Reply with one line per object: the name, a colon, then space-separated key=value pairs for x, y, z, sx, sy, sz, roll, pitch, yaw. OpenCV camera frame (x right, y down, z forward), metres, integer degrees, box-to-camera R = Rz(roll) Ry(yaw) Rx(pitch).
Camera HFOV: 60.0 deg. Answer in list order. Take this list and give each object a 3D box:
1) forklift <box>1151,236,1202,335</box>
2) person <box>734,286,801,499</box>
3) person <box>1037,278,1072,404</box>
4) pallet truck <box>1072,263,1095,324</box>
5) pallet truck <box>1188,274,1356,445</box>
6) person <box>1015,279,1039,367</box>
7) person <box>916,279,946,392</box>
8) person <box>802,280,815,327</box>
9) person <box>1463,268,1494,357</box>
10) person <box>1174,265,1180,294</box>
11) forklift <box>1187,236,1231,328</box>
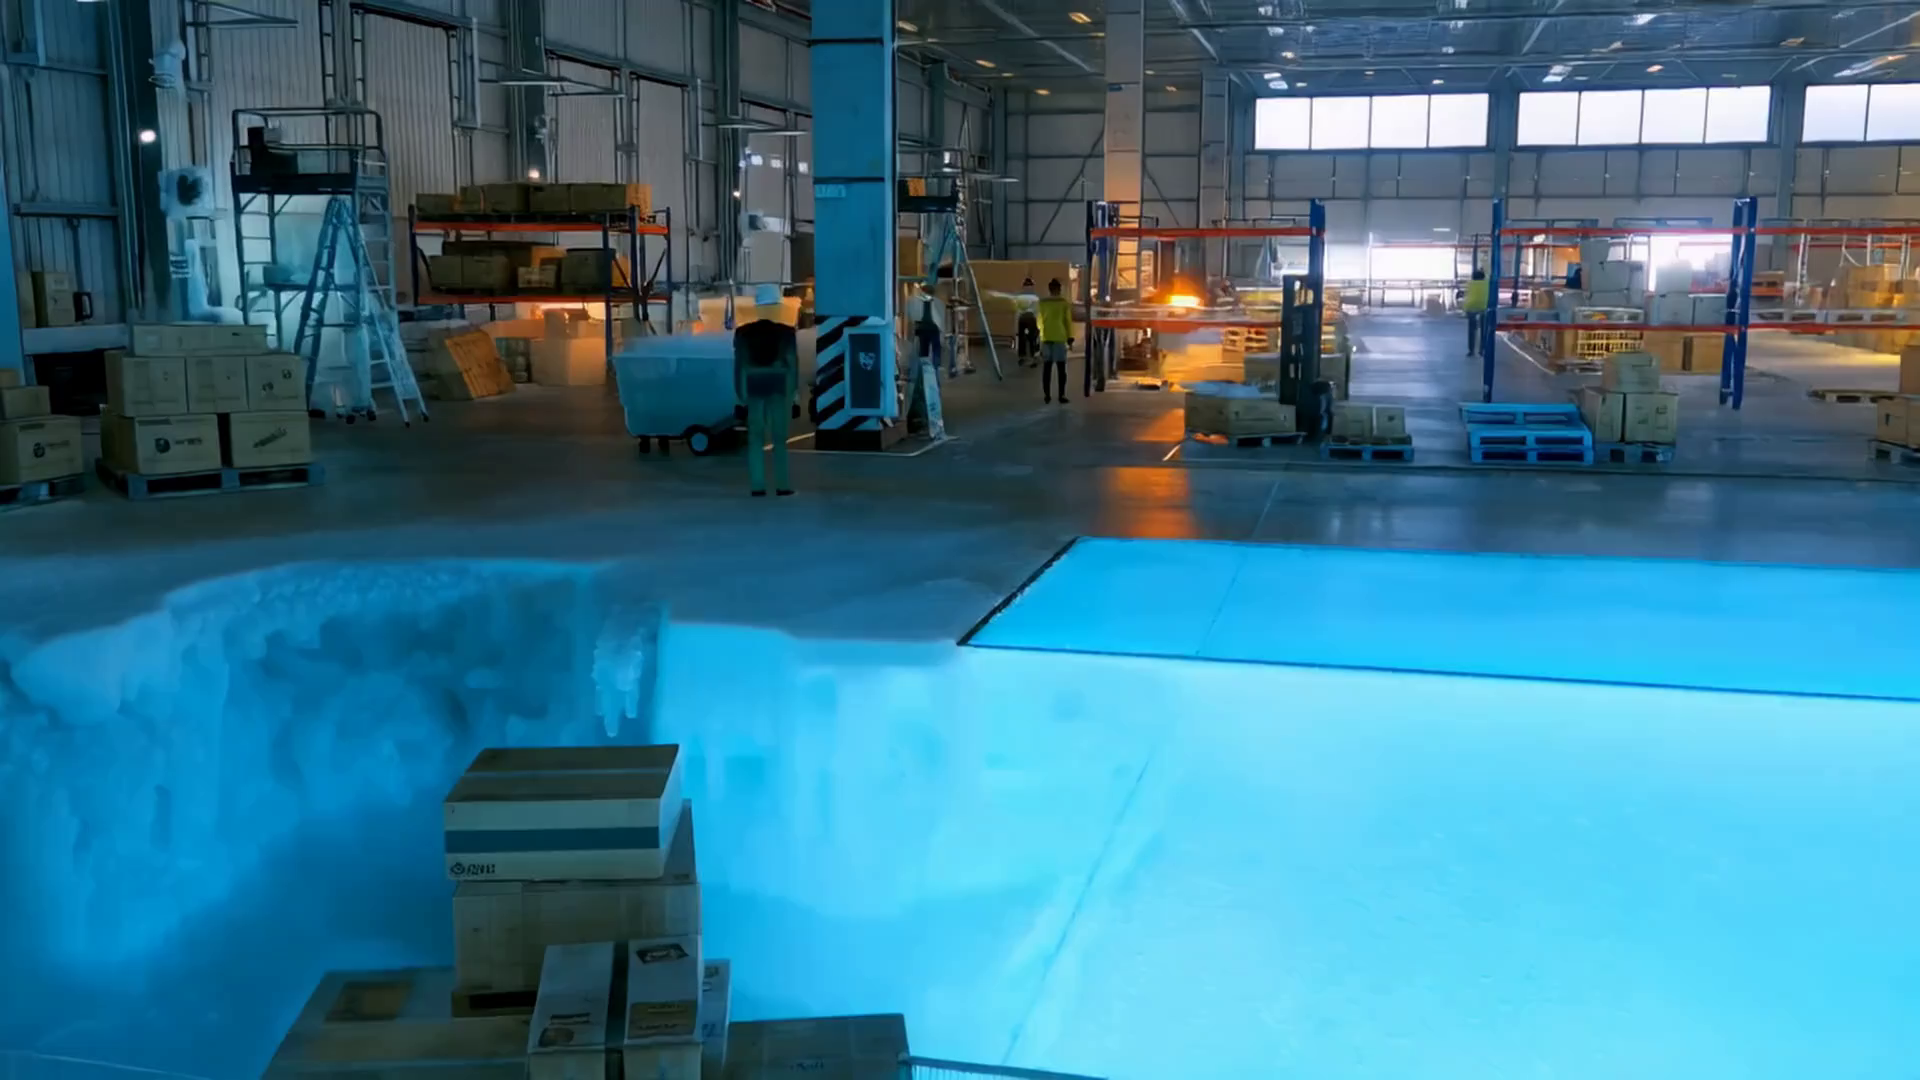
forklift: x=5.866 y=-7.214 z=46.878 sx=1.873 sy=2.768 sz=1.129 roll=2 pitch=10 yaw=14
person: x=-1.738 y=-1.328 z=15.092 sx=0.637 sy=1.914 sz=0.398 roll=1 pitch=10 yaw=7
person: x=1.417 y=-2.967 z=24.849 sx=0.533 sy=1.868 sz=0.310 roll=2 pitch=10 yaw=14
pallet truck: x=4.325 y=-8.180 z=55.162 sx=0.823 sy=1.965 sz=1.885 roll=6 pitch=11 yaw=31
pallet truck: x=3.653 y=-2.138 z=19.590 sx=1.885 sy=1.965 sz=0.823 roll=-4 pitch=10 yaw=-20
person: x=1.355 y=-4.310 z=33.125 sx=0.492 sy=1.742 sz=0.319 roll=2 pitch=10 yaw=14
person: x=-0.469 y=-3.290 z=26.897 sx=0.516 sy=1.837 sz=0.405 roll=3 pitch=10 yaw=17
person: x=-3.603 y=-5.503 z=40.525 sx=0.528 sy=1.626 sz=0.345 roll=2 pitch=10 yaw=13
person: x=11.342 y=-4.966 z=36.415 sx=0.635 sy=1.937 sz=0.352 roll=2 pitch=10 yaw=14
person: x=7.792 y=-8.738 z=58.627 sx=0.635 sy=1.936 sz=0.356 roll=2 pitch=10 yaw=14
forklift: x=7.200 y=-7.822 z=50.460 sx=1.873 sy=2.768 sz=1.129 roll=-2 pitch=10 yaw=-12
